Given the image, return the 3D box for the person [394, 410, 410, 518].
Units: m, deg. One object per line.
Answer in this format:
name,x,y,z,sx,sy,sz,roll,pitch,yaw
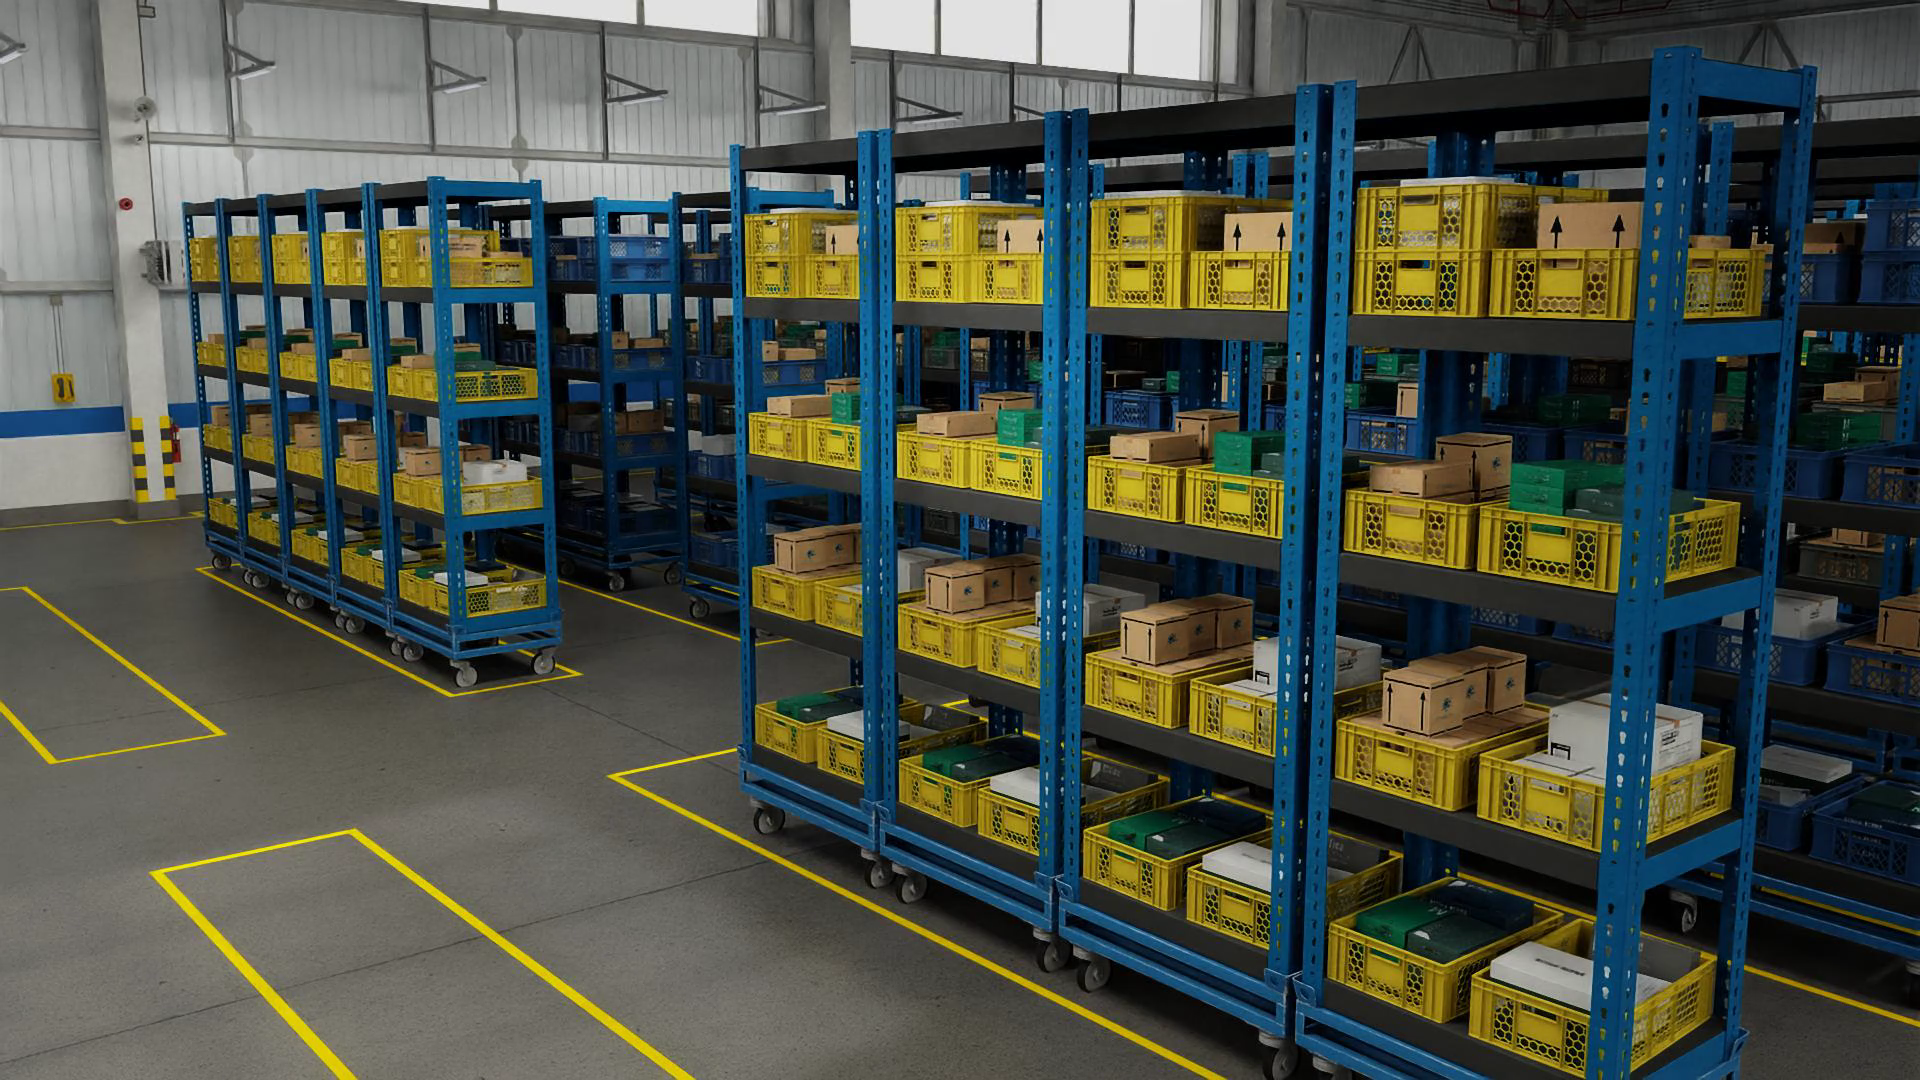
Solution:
person,-6.678,-1.179,19.807,0.374,1.840,0.568,-2,10,-13
